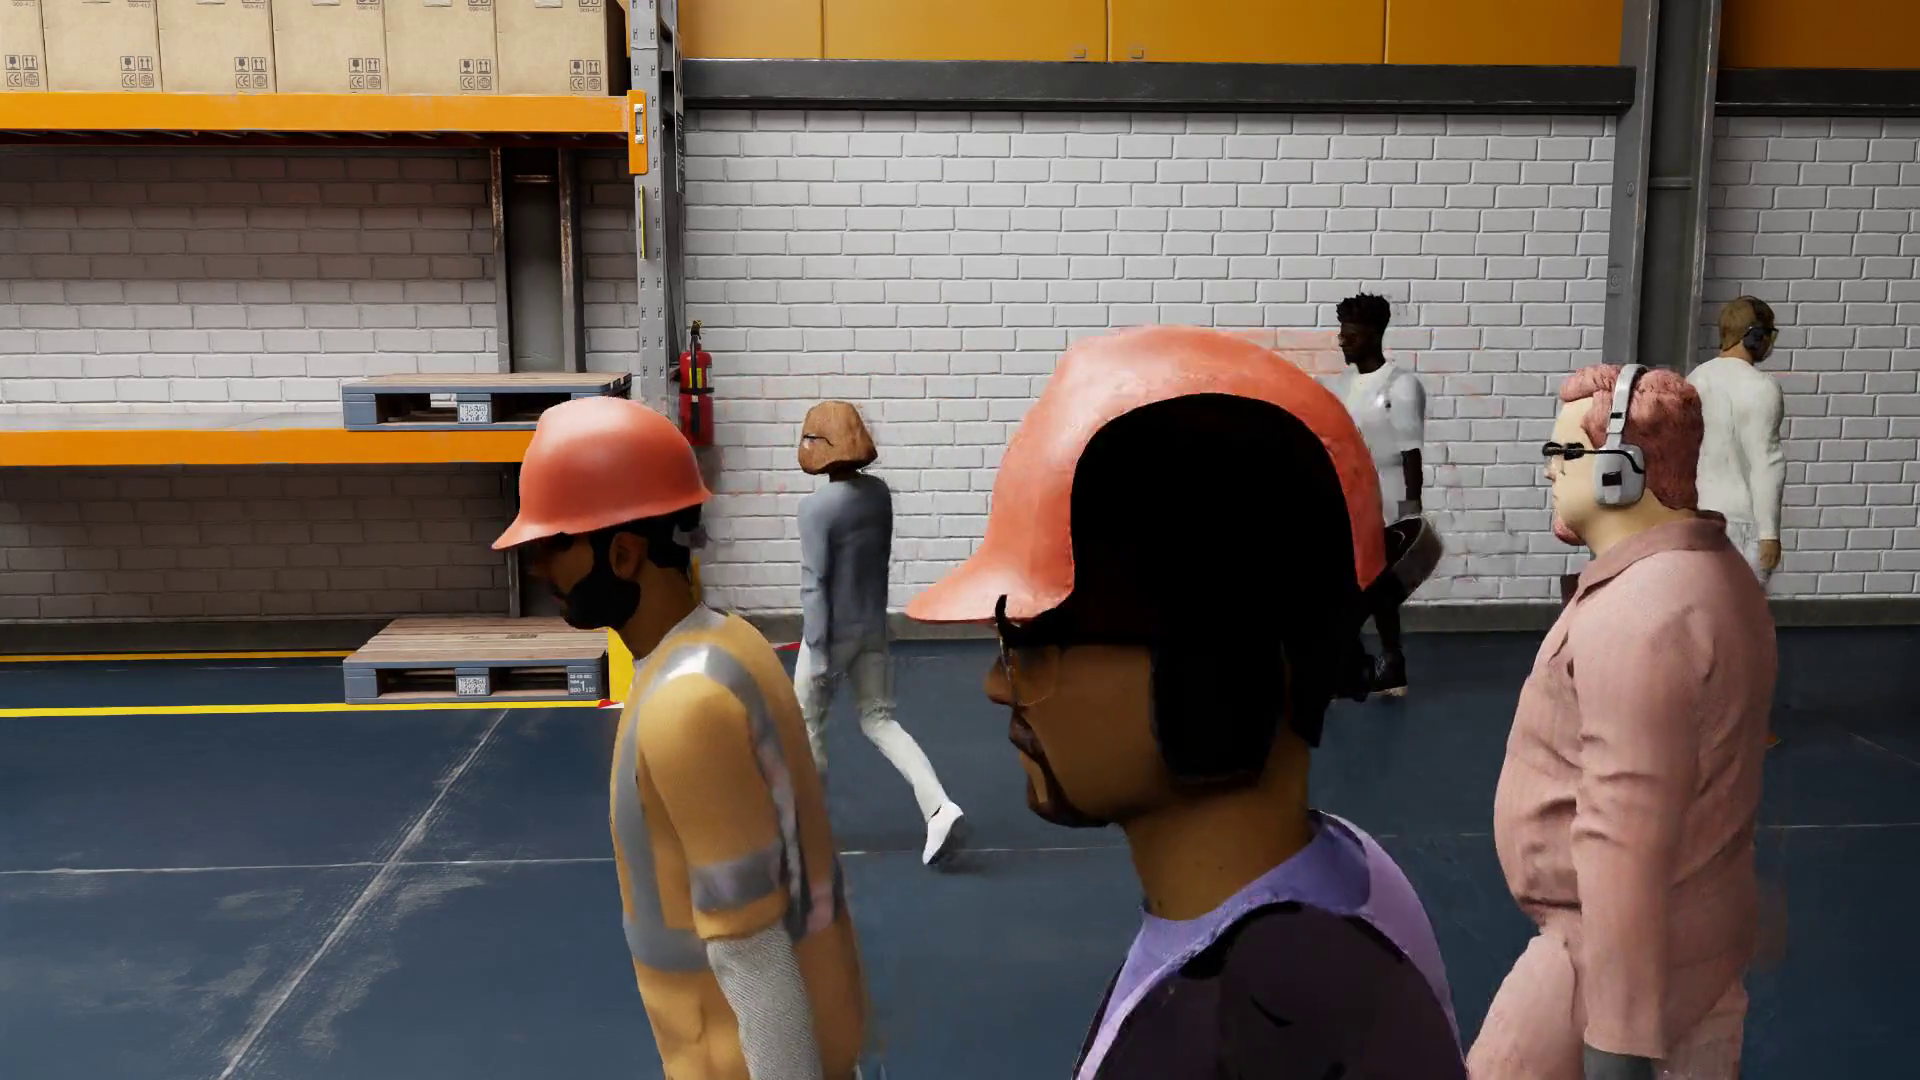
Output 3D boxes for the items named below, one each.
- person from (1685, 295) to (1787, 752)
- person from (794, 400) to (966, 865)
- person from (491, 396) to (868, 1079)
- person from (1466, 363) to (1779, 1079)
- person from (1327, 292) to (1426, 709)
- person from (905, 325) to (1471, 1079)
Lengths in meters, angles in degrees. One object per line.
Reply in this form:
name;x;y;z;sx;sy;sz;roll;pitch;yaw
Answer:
person;3.297;-0.071;7.128;0.372;1.940;0.632;-2;9;-10
person;-0.348;0.327;5.665;0.744;1.612;0.503;7;11;36
person;-0.296;0.723;2.423;0.960;1.865;0.563;0;9;-1
person;0.995;0.651;2.765;0.801;1.873;0.665;7;11;36
person;1.794;-0.178;7.800;0.882;1.931;0.646;-3;9;-17
person;0.241;0.854;1.172;1.048;2.004;0.631;2;9;9
